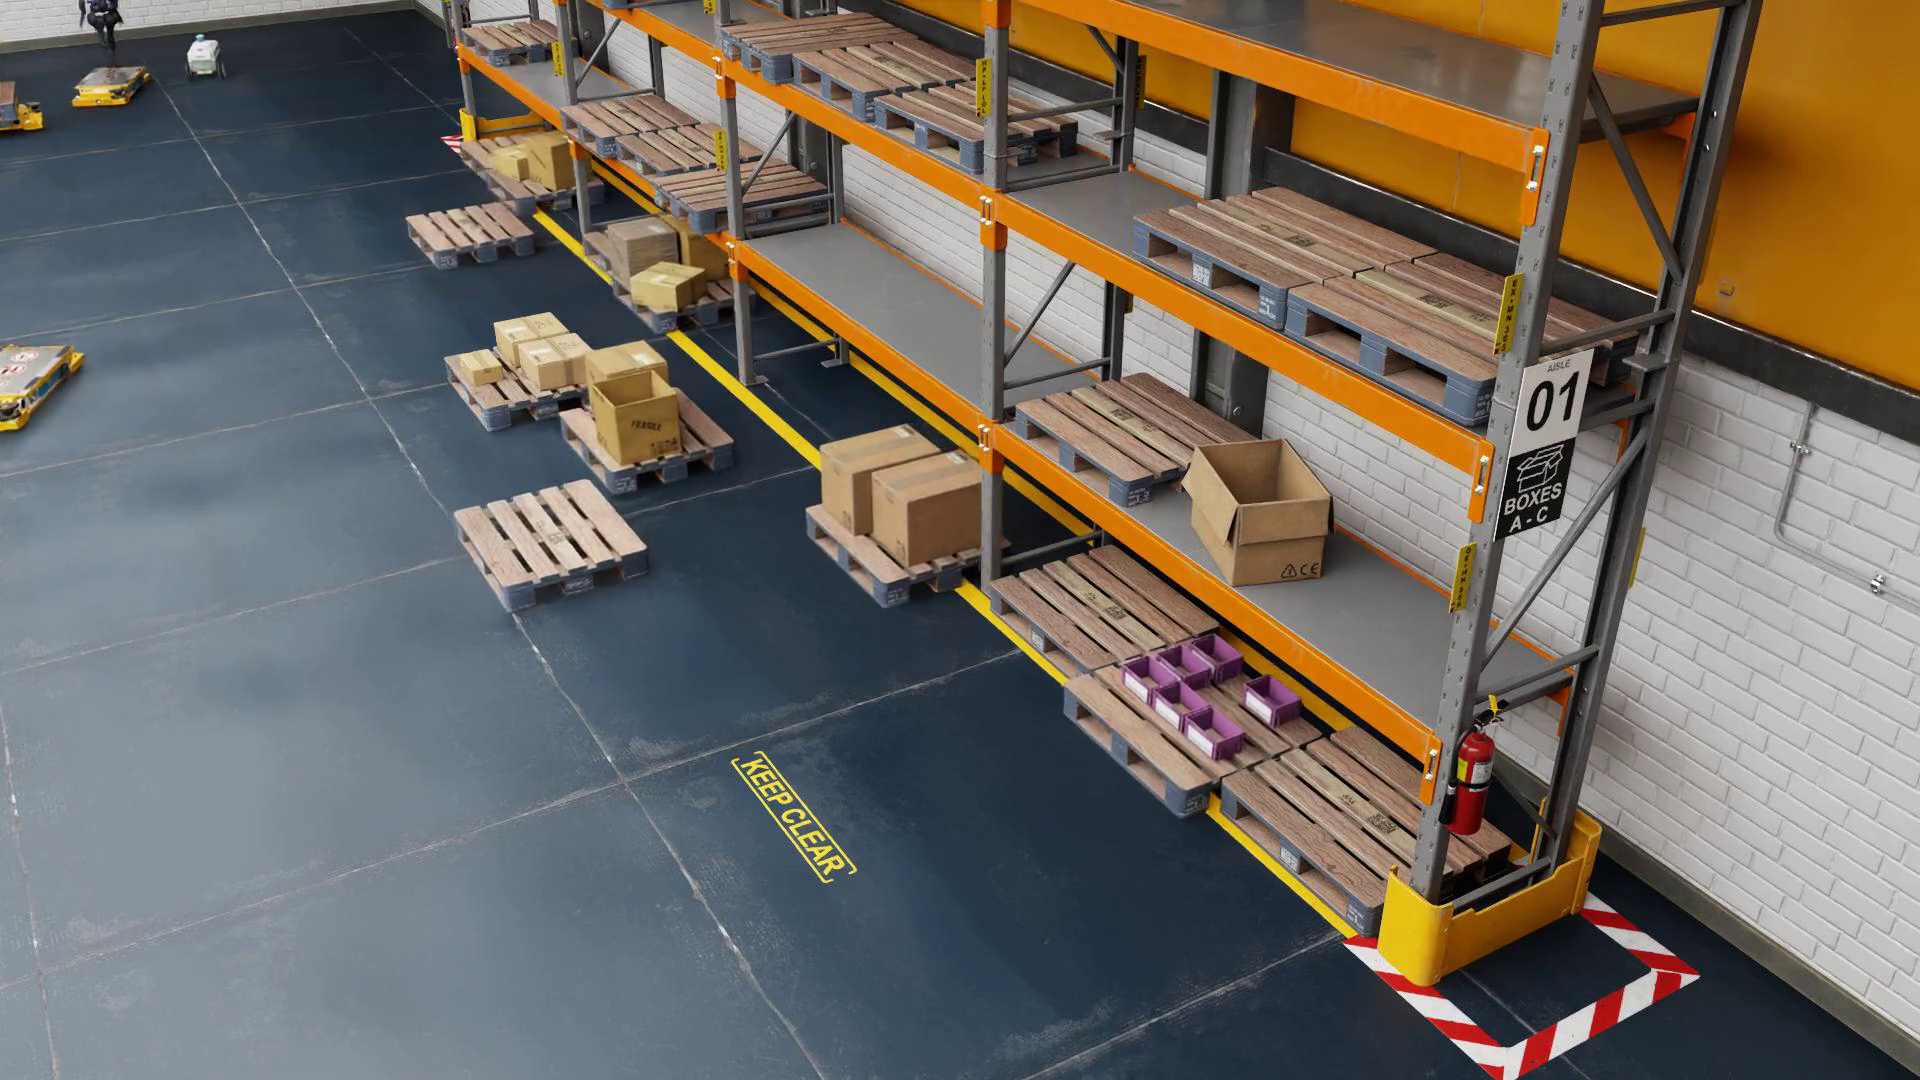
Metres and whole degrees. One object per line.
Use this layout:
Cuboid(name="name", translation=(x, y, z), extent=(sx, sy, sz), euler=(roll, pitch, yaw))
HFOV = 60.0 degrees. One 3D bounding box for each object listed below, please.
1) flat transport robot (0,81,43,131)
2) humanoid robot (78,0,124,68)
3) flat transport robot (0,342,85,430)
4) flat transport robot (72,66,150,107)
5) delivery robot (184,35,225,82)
Cuboid(name="flat transport robot", translation=(-12.345, -5.257, 20.913), extent=(1.431, 0.231, 0.659), euler=(-13, 32, -22))
Cuboid(name="humanoid robot", translation=(-12.053, -7.399, 23.303), extent=(0.682, 1.635, 0.611), euler=(18, 34, 28))
Cuboid(name="flat transport robot", translation=(-7.939, -1.292, 13.912), extent=(0.659, 0.231, 1.431), euler=(-2, 30, -4))
Cuboid(name="flat transport robot", translation=(-11.459, -6.130, 22.455), extent=(0.659, 0.231, 1.431), euler=(-5, 30, -10))
Cuboid(name="delivery robot", translation=(-10.554, -6.725, 23.231), extent=(0.499, 0.612, 0.805), euler=(-8, 30, -13))
